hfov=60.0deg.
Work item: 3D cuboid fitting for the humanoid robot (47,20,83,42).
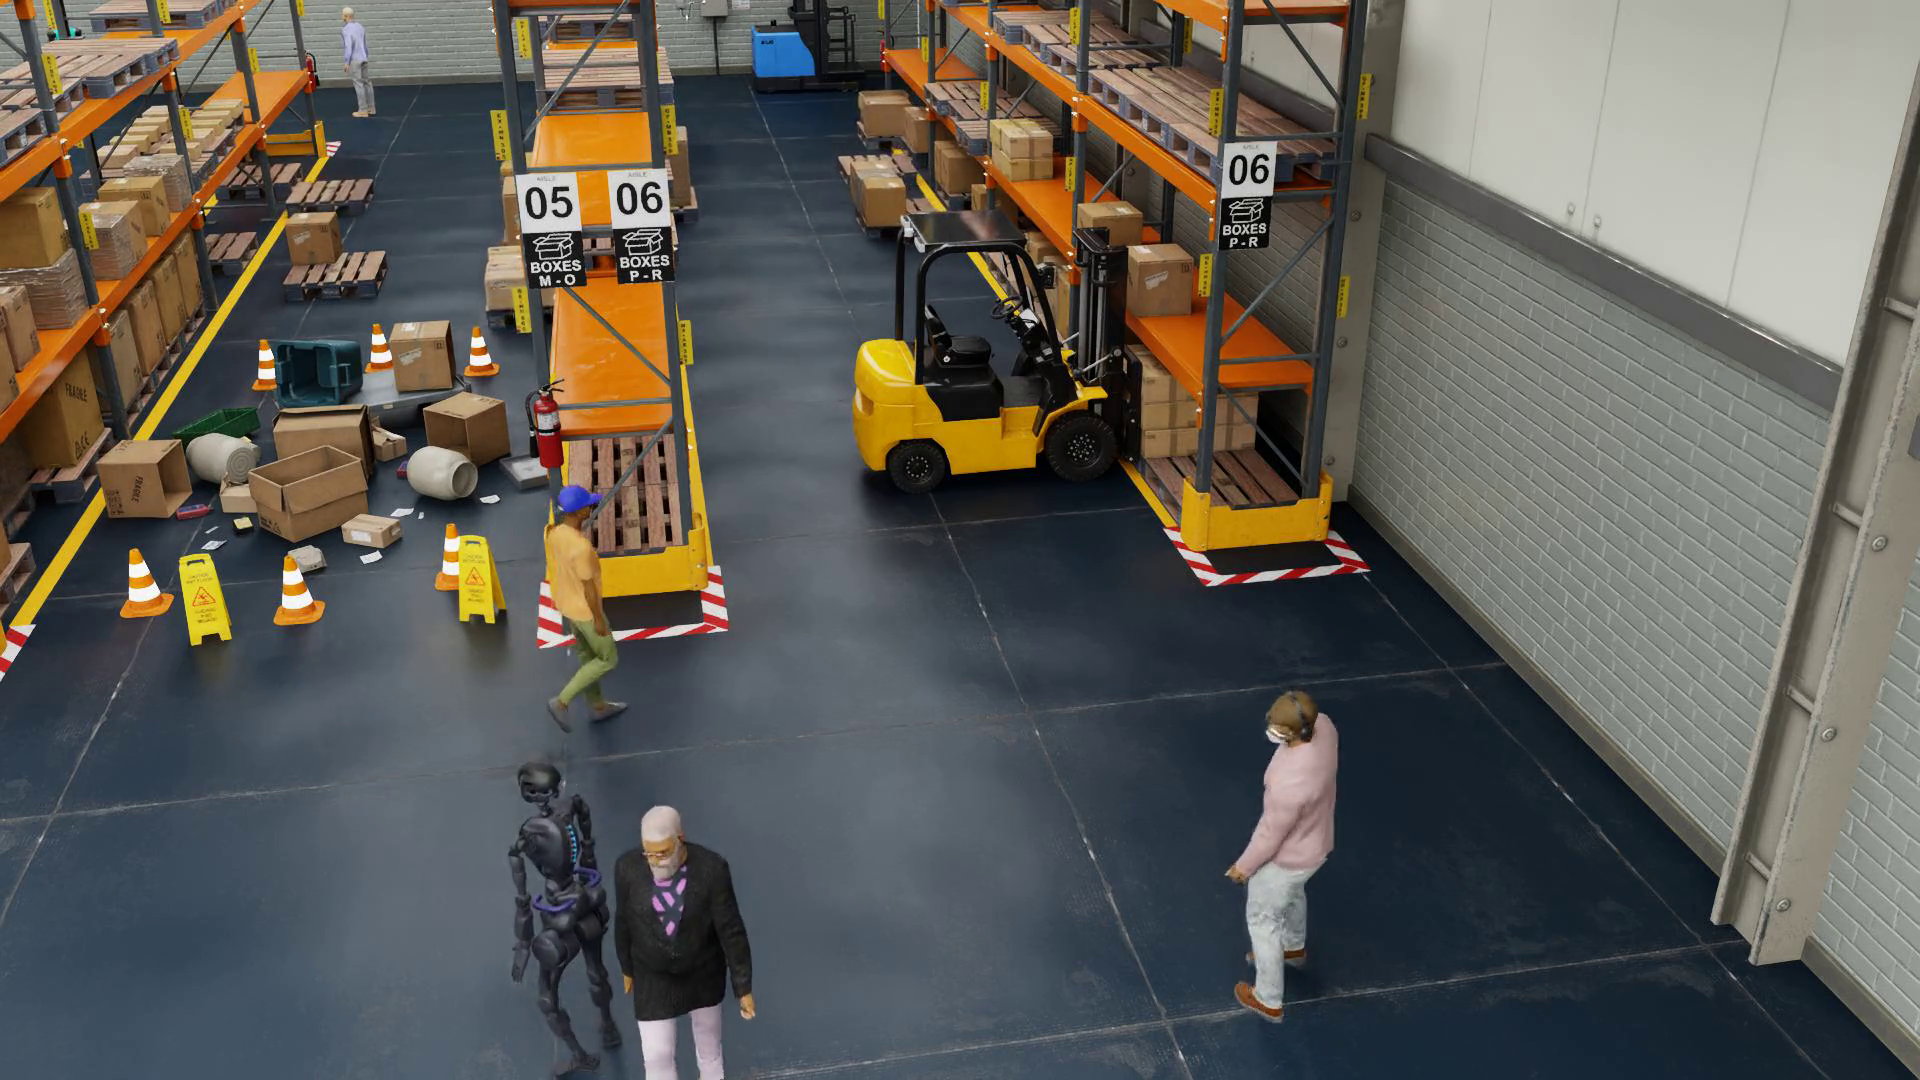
[{"bbox_3d":[-15.001,-7.889,27.946,0.530,1.778,1.053,-22,33,-38],"label":"humanoid robot"}]

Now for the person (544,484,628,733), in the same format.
[{"bbox_3d":[-2.415,0.451,10.523,0.511,1.701,0.473,-16,30,-30],"label":"person"}]

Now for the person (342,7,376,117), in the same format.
[{"bbox_3d":[-10.232,-8.116,28.265,0.392,1.798,0.590,8,27,17],"label":"person"}]

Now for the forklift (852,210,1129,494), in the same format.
[{"bbox_3d":[0.216,-1.659,14.366,2.313,2.155,1.214,-5,26,-10],"label":"forklift"}]

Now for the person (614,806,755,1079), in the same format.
[{"bbox_3d":[-1.205,1.952,7.272,0.593,1.815,0.861,-3,26,-6],"label":"person"}]

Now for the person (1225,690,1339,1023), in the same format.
[{"bbox_3d":[1.600,1.503,8.121,0.428,1.892,0.679,14,29,27],"label":"person"}]

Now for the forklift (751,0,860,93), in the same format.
[{"bbox_3d":[-2.872,-9.679,30.288,1.873,2.768,1.129,-5,26,-10],"label":"forklift"}]

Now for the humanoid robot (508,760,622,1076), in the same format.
[{"bbox_3d":[-1.863,1.773,7.804,0.329,1.652,0.603,13,28,25],"label":"humanoid robot"}]
